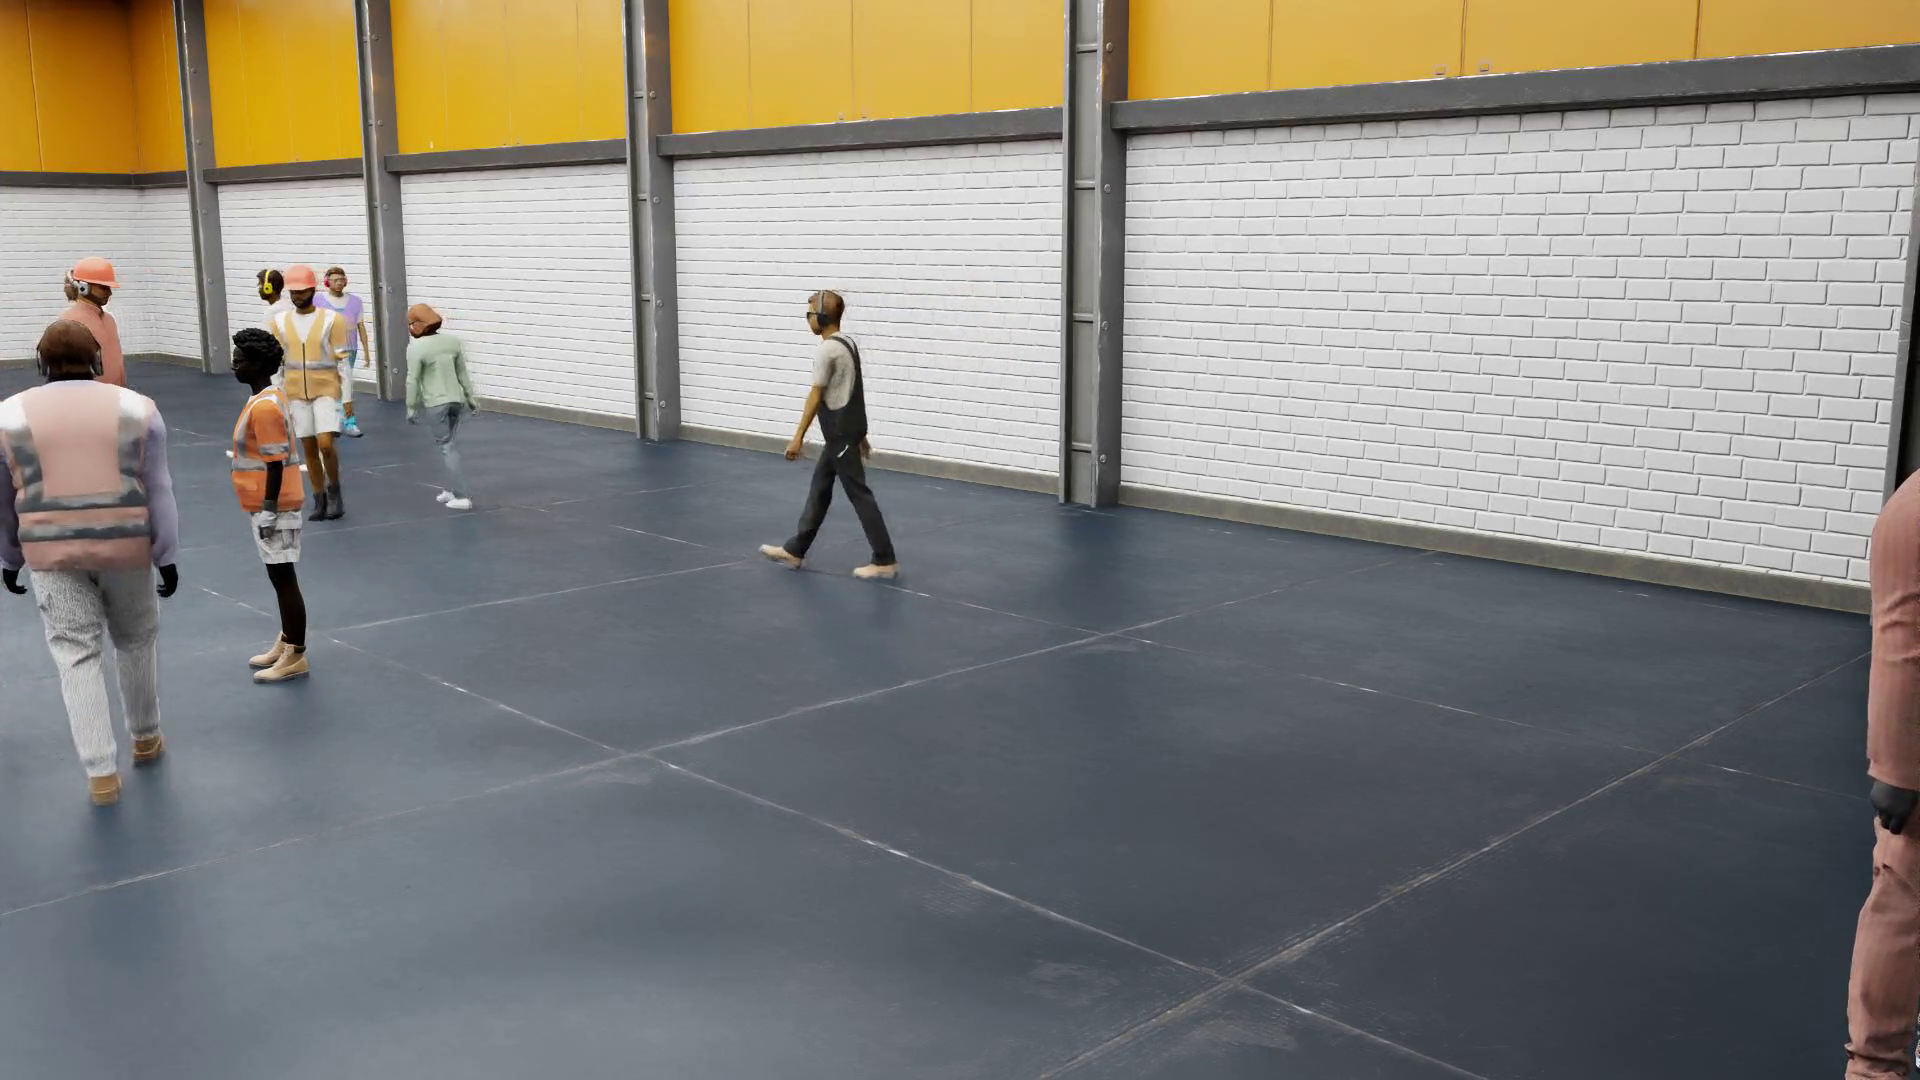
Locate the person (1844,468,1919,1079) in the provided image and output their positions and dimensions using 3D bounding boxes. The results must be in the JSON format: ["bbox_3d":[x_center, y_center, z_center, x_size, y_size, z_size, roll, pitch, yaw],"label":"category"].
[{"bbox_3d":[2.395,0.484,3.898,0.637,1.900,0.404,-6,12,-28],"label":"person"}]

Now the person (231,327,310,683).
[{"bbox_3d":[-3.323,-0.168,8.002,0.316,1.696,0.540,-5,11,-24],"label":"person"}]

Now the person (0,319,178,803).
[{"bbox_3d":[-3.390,0.055,6.470,0.644,1.806,0.855,-5,12,-26],"label":"person"}]

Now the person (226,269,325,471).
[{"bbox_3d":[-6.206,-1.515,14.994,0.957,1.818,0.553,0,10,-2],"label":"person"}]

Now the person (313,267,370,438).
[{"bbox_3d":[-6.648,-2.018,17.817,0.577,1.802,0.993,-9,14,-42],"label":"person"}]

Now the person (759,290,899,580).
[{"bbox_3d":[-0.802,-0.644,10.343,0.957,1.793,0.520,2,11,9],"label":"person"}]

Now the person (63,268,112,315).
[{"bbox_3d":[-7.228,-1.310,13.755,0.424,1.866,0.583,-1,10,-6],"label":"person"}]

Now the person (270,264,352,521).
[{"bbox_3d":[-4.836,-1.081,12.370,0.558,1.917,0.484,0,10,-2],"label":"person"}]

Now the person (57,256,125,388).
[{"bbox_3d":[-5.832,-0.917,11.286,0.387,1.989,0.608,0,10,-2],"label":"person"}]

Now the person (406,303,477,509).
[{"bbox_3d":[-4.094,-1.046,13.013,0.622,1.599,0.569,6,12,30],"label":"person"}]
